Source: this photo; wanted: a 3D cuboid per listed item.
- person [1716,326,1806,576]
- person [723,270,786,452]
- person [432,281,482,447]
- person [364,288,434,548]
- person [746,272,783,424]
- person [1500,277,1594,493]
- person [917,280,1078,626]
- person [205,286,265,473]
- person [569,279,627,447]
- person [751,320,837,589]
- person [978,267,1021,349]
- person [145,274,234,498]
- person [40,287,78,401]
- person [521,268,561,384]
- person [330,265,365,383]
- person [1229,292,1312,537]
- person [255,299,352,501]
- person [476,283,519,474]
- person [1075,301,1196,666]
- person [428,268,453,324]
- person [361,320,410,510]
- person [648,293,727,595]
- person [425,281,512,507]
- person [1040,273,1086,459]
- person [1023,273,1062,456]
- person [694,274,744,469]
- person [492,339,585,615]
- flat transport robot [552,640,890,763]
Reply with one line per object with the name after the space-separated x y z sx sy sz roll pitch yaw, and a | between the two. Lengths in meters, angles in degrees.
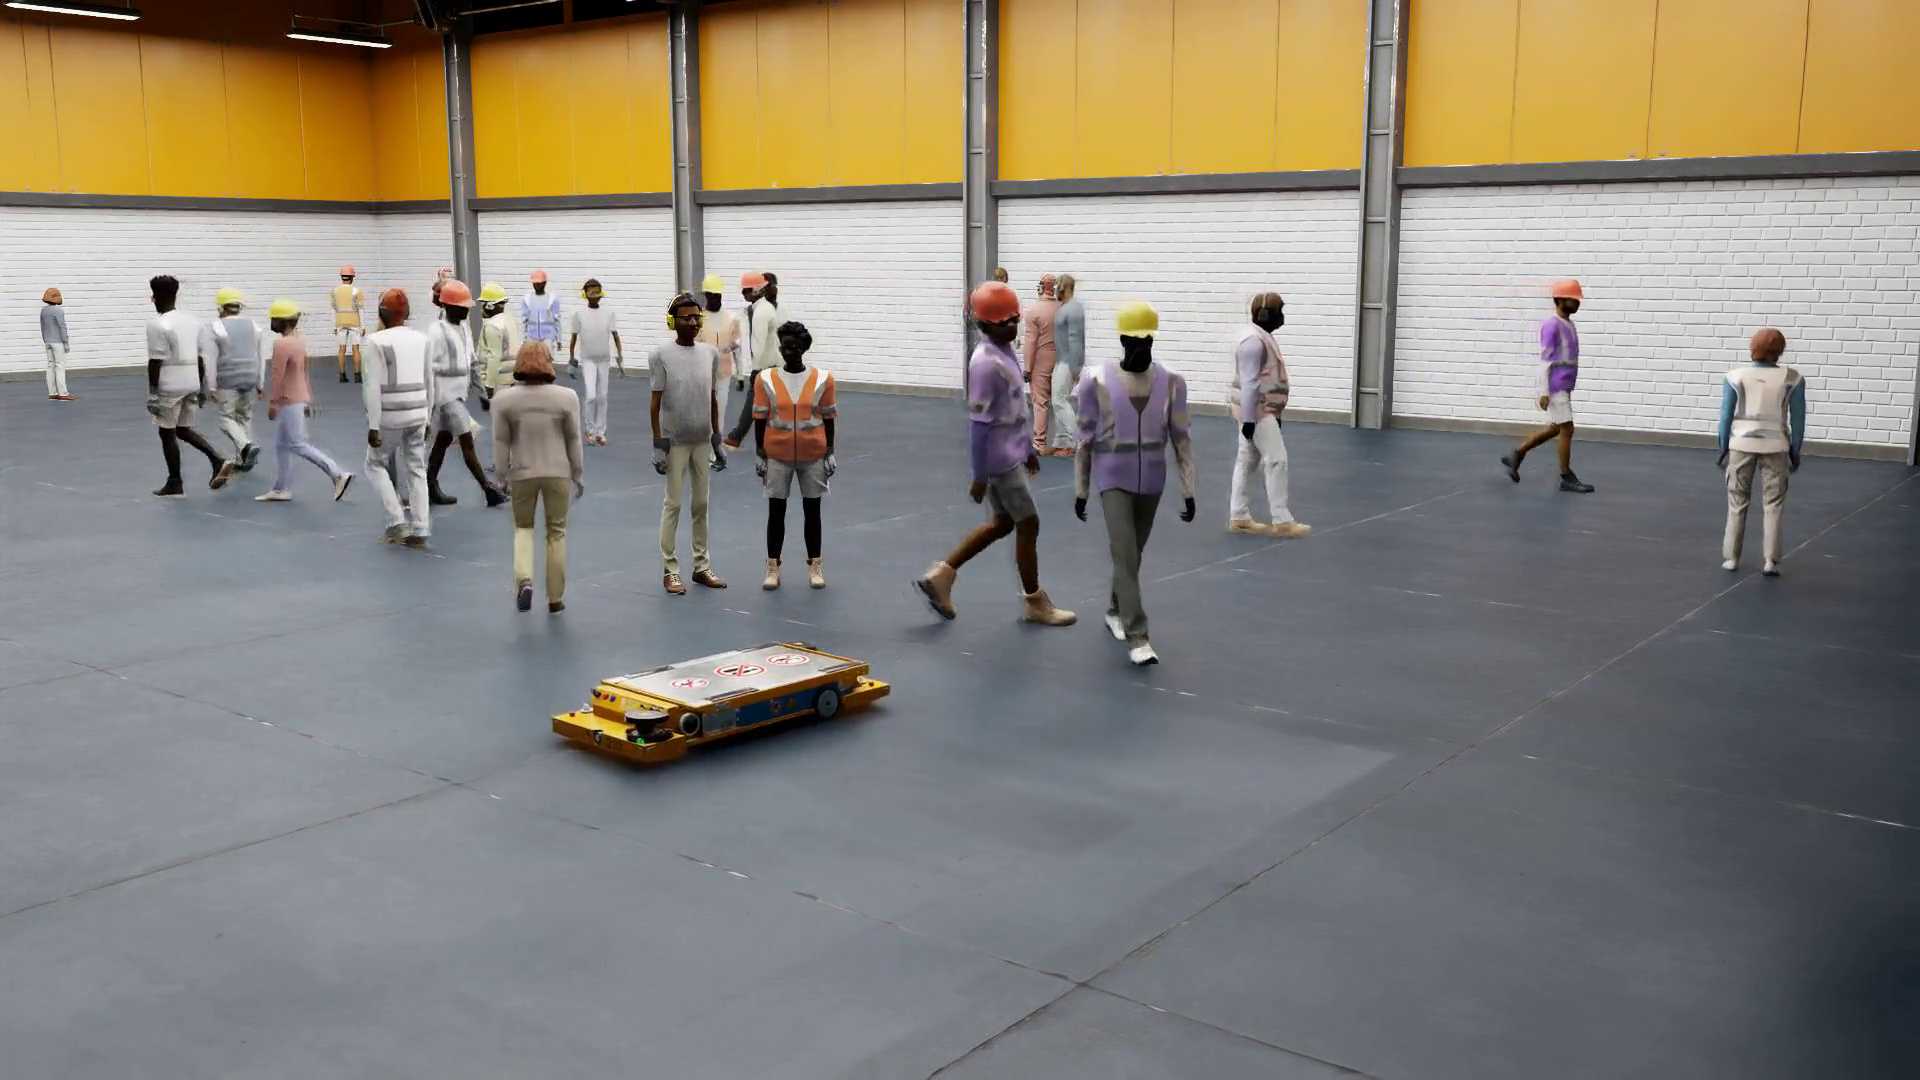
5.272 -0.584 10.972 0.518 1.641 0.307 5 11 27 | person
-2.113 -1.830 17.364 1.081 1.925 0.644 -1 10 -5 | person
-5.554 -1.908 18.136 0.457 1.824 0.645 -2 10 -11 | person
-4.034 -0.860 11.914 0.506 1.863 0.600 7 12 34 | person
-2.304 -2.177 19.491 0.542 1.905 0.601 6 11 31 | person
5.289 -1.393 14.901 0.831 1.915 0.548 8 12 38 | person
0.214 -0.466 9.322 0.865 1.969 0.630 1 10 3 | person
-6.896 -1.516 15.901 0.630 1.812 0.600 7 12 37 | person
-3.981 -1.944 18.306 0.562 1.840 0.603 -5 11 -28 | person
-1.037 -0.529 10.473 0.538 1.698 0.319 -1 10 -6 | person
0.556 -2.810 23.074 0.627 1.935 0.371 4 11 22 | person
-6.719 -1.320 14.390 0.599 1.948 0.617 2 10 10 | person
-13.051 -2.823 24.021 0.498 1.634 0.282 5 11 29 | person
-5.955 -2.917 23.758 0.556 1.920 0.766 0 10 1 | person
-10.054 -3.547 27.386 0.542 1.932 0.382 0 10 -2 | person
2.375 -0.928 12.439 0.756 1.819 0.654 3 10 15 | person
-5.620 -1.175 14.121 0.795 1.740 0.524 -1 10 -6 | person
-4.453 -1.550 16.029 0.403 1.835 0.586 1 10 5 | person
0.920 -0.317 8.766 0.604 1.869 1.043 -2 10 -13 | person
-7.973 -3.271 25.866 0.401 1.903 0.644 2 10 12 | person
-4.716 -1.075 13.948 0.515 1.603 0.794 -2 10 -13 | person
-1.695 -0.603 10.412 0.514 1.872 0.328 -8 13 -40 | person
-4.133 -1.206 13.862 0.960 1.876 0.686 2 10 9 | person
1.054 -1.802 17.259 0.494 1.915 0.661 -1 10 -5 | person
0.912 -1.841 17.510 0.643 1.909 0.410 -7 12 -34 | person
-2.390 -1.643 16.323 0.611 1.912 0.500 -6 12 -32 | person
-2.449 -0.354 9.699 0.505 1.622 0.377 -1 10 -8 | person
-1.046 0.697 7.495 0.652 0.197 1.431 9 13 41 | flat transport robot
